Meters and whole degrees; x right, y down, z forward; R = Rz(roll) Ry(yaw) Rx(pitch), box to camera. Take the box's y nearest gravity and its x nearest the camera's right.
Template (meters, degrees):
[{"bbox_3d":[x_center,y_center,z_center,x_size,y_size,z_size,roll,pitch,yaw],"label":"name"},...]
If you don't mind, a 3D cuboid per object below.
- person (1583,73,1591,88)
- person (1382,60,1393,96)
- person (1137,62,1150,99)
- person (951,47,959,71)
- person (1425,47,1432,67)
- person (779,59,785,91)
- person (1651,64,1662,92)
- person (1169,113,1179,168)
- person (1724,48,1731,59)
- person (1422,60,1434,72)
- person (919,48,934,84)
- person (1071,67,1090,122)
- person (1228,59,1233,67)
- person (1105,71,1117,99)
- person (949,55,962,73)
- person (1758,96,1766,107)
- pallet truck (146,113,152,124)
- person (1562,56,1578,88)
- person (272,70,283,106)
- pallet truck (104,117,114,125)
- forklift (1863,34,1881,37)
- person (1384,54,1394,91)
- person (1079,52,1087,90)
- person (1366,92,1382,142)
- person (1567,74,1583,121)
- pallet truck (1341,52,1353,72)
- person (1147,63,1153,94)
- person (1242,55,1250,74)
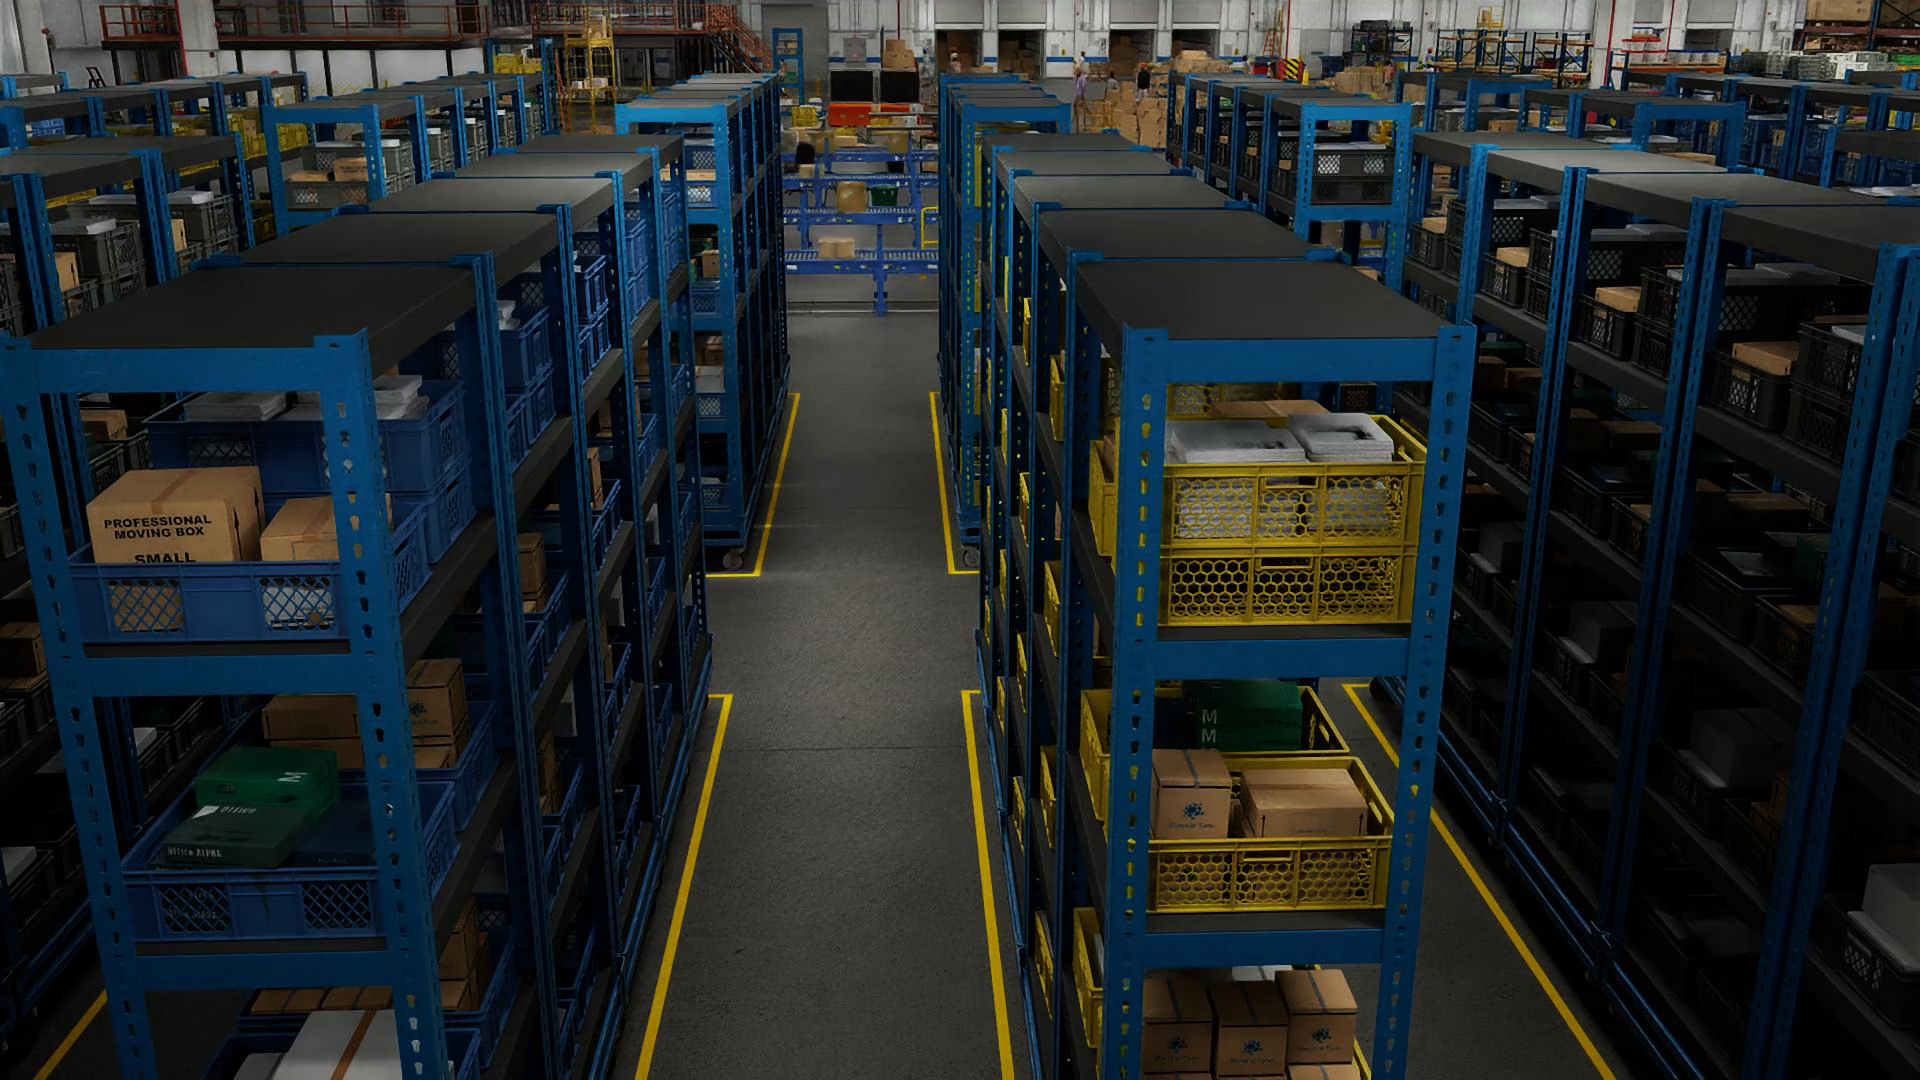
[{"bbox_3d":[24.292,-17.196,64.415,0.334,1.693,0.590,-5,18,-14],"label":"person"},{"bbox_3d":[20.510,-22.213,79.964,0.536,1.641,0.885,-4,18,-11],"label":"person"},{"bbox_3d":[7.455,-18.419,67.684,0.400,1.990,0.624,-15,23,-39],"label":"person"},{"bbox_3d":[-0.323,-26.568,92.990,0.552,1.933,0.372,-14,23,-38],"label":"person"},{"bbox_3d":[26.030,-26.385,92.425,0.359,1.936,0.544,-1,18,-4],"label":"person"},{"bbox_3d":[-8.701,-22.744,81.311,0.429,1.843,0.627,-7,19,-22],"label":"person"},{"bbox_3d":[31.572,-20.843,75.350,0.623,1.889,0.728,-17,24,-42],"label":"person"},{"bbox_3d":[5.137,-9.362,40.021,0.309,1.769,0.523,-3,18,-10],"label":"person"},{"bbox_3d":[41.551,-25.688,90.263,0.366,1.938,0.630,1,18,2],"label":"person"},{"bbox_3d":[20.480,-20.045,72.843,0.581,1.919,0.395,-5,19,-15],"label":"person"},{"bbox_3d":[-1.857,-26.135,91.719,1.000,1.904,0.607,14,23,37],"label":"person"},{"bbox_3d":[4.535,-16.746,62.480,0.827,2.017,0.613,-12,22,-33],"label":"person"},{"bbox_3d":[13.084,-22.472,80.700,0.928,1.684,0.498,10,20,28],"label":"person"},{"bbox_3d":[5.662,-16.588,62.244,0.544,1.859,0.329,15,23,40],"label":"person"},{"bbox_3d":[-0.242,-22.465,80.360,0.727,1.888,0.571,-13,22,-35],"label":"person"},{"bbox_3d":[32.761,-18.431,67.782,0.526,1.954,0.609,10,21,29],"label":"person"},{"bbox_3d":[-18.087,-8.309,36.390,1.885,1.965,0.823,-1,18,-4],"label":"pallet truck"},{"bbox_3d":[28.188,-21.383,76.952,0.627,1.934,0.370,7,19,21],"label":"person"},{"bbox_3d":[-25.860,-16.820,62.945,0.472,1.871,0.583,0,18,-1],"label":"person"},{"bbox_3d":[-18.367,-7.885,35.078,1.885,1.965,0.823,1,18,2],"label":"pallet truck"},{"bbox_3d":[44.131,-23.197,81.047,1.129,2.768,1.873,-1,18,-2],"label":"forklift"},{"bbox_3d":[21.795,-23.818,84.709,0.511,1.794,0.970,-11,21,-30],"label":"person"},{"bbox_3d":[6.301,-24.027,85.203,0.441,1.910,0.636,-2,18,-5],"label":"person"},{"bbox_3d":[11.991,-12.101,48.415,0.624,1.807,0.718,-1,18,-2],"label":"person"},{"bbox_3d":[21.335,-15.219,57.868,0.364,1.935,0.552,-11,21,-30],"label":"person"},{"bbox_3d":[18.794,-23.123,82.231,0.823,1.965,1.885,-13,22,-35],"label":"pallet truck"},{"bbox_3d":[8.409,-20.309,73.898,0.395,1.750,0.536,-3,18,-10],"label":"person"},{"bbox_3d":[14.325,-23.367,83.329,0.972,1.797,0.637,1,18,2],"label":"person"}]
